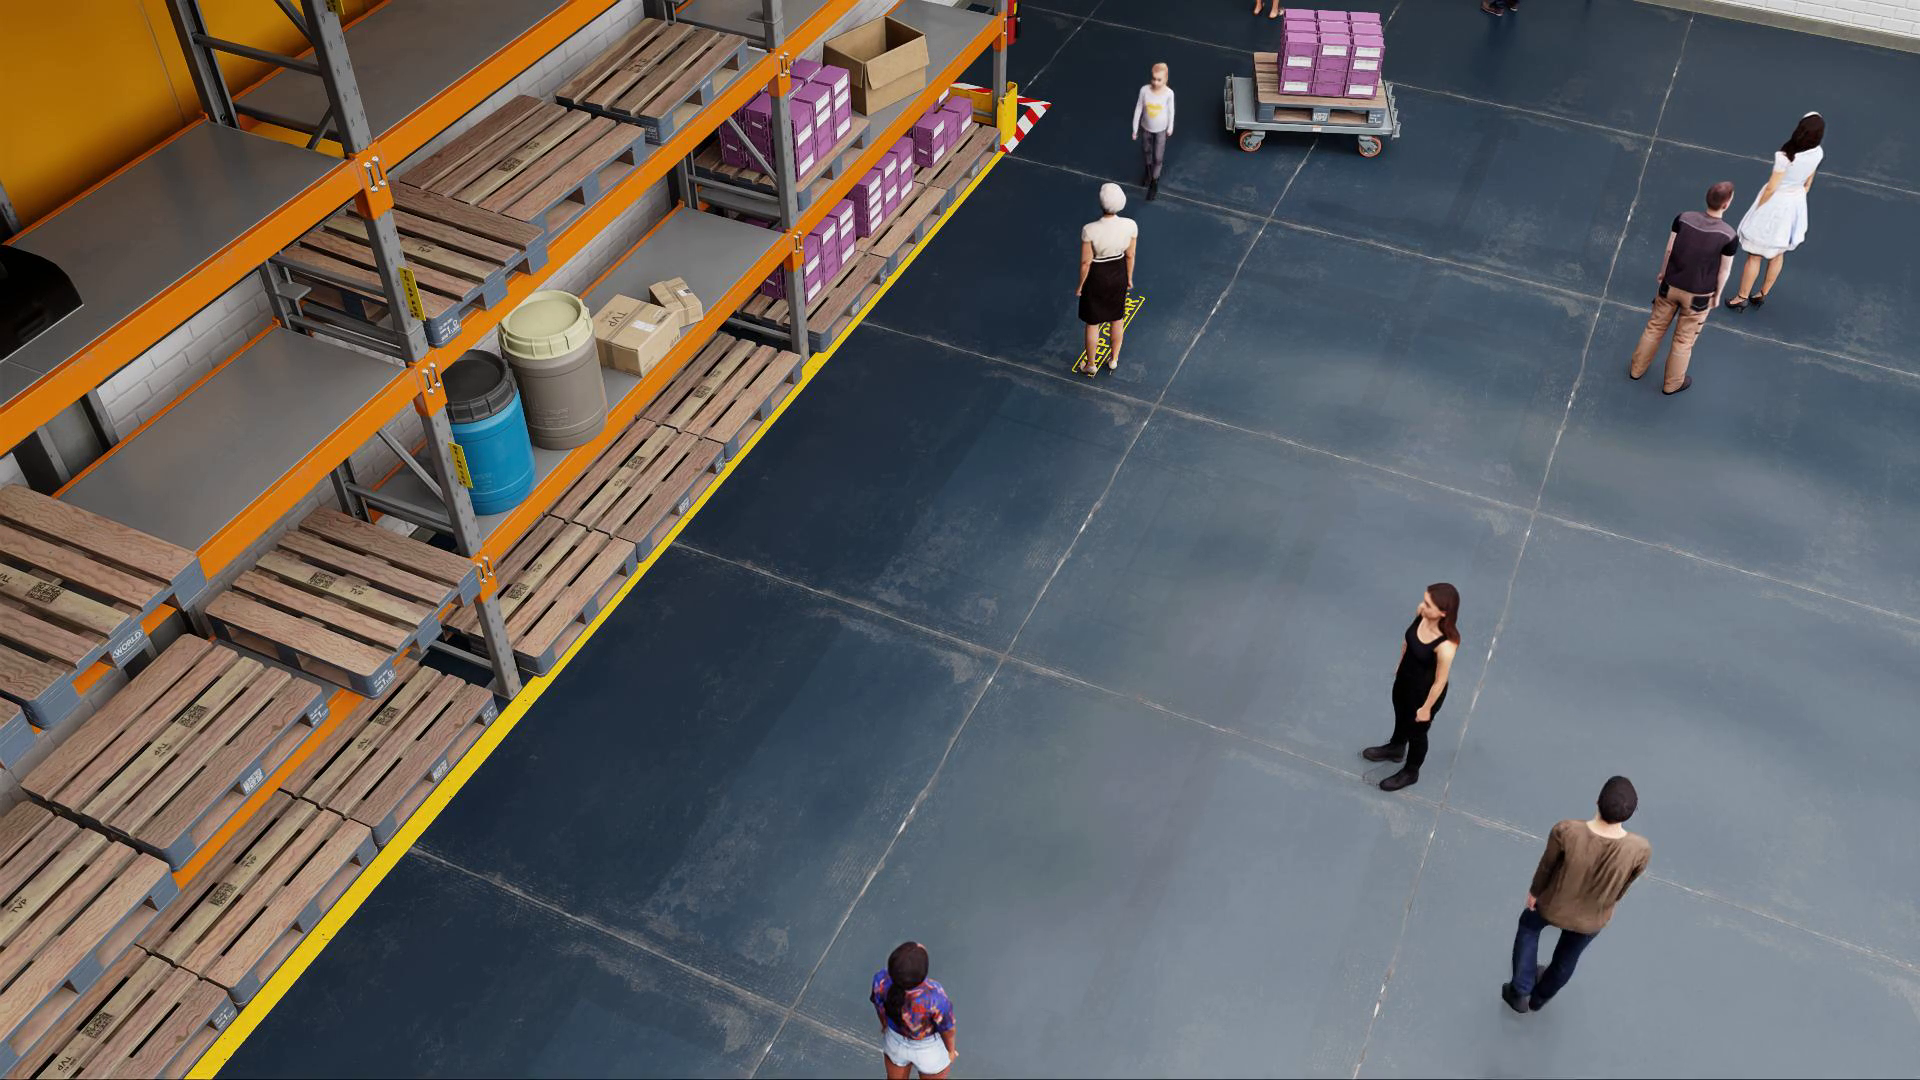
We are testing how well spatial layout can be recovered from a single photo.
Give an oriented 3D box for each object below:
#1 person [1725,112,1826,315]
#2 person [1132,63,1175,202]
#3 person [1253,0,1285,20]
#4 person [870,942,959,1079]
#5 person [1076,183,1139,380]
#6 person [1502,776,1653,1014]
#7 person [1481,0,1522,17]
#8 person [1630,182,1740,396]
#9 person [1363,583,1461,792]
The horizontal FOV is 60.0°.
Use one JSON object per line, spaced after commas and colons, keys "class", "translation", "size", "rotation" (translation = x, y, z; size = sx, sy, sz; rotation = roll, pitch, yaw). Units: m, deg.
{"class": "person", "translation": [6.733, -2.678, 13.702], "size": [0.855, 1.815, 0.905], "rotation": [-8, 44, -8]}
{"class": "person", "translation": [1.800, -3.831, 15.314], "size": [0.552, 1.259, 0.824], "rotation": [14, 45, 14]}
{"class": "person", "translation": [3.363, -6.360, 17.756], "size": [0.571, 1.553, 0.631], "rotation": [24, 48, 23]}
{"class": "person", "translation": [-0.224, 2.519, 8.298], "size": [0.592, 1.743, 0.517], "rotation": [16, 46, 16]}
{"class": "person", "translation": [1.141, -2.014, 13.047], "size": [0.697, 1.756, 0.732], "rotation": [-9, 44, -10]}
{"class": "person", "translation": [3.232, 1.971, 8.774], "size": [0.678, 1.880, 0.705], "rotation": [14, 45, 14]}
{"class": "person", "translation": [5.978, -6.520, 17.711], "size": [0.847, 1.848, 0.938], "rotation": [-20, 47, -20]}
{"class": "person", "translation": [5.665, -1.979, 12.949], "size": [0.726, 1.842, 0.761], "rotation": [-33, 53, -30]}
{"class": "person", "translation": [2.781, 0.877, 10.062], "size": [0.736, 1.687, 0.650], "rotation": [-7, 44, -8]}
